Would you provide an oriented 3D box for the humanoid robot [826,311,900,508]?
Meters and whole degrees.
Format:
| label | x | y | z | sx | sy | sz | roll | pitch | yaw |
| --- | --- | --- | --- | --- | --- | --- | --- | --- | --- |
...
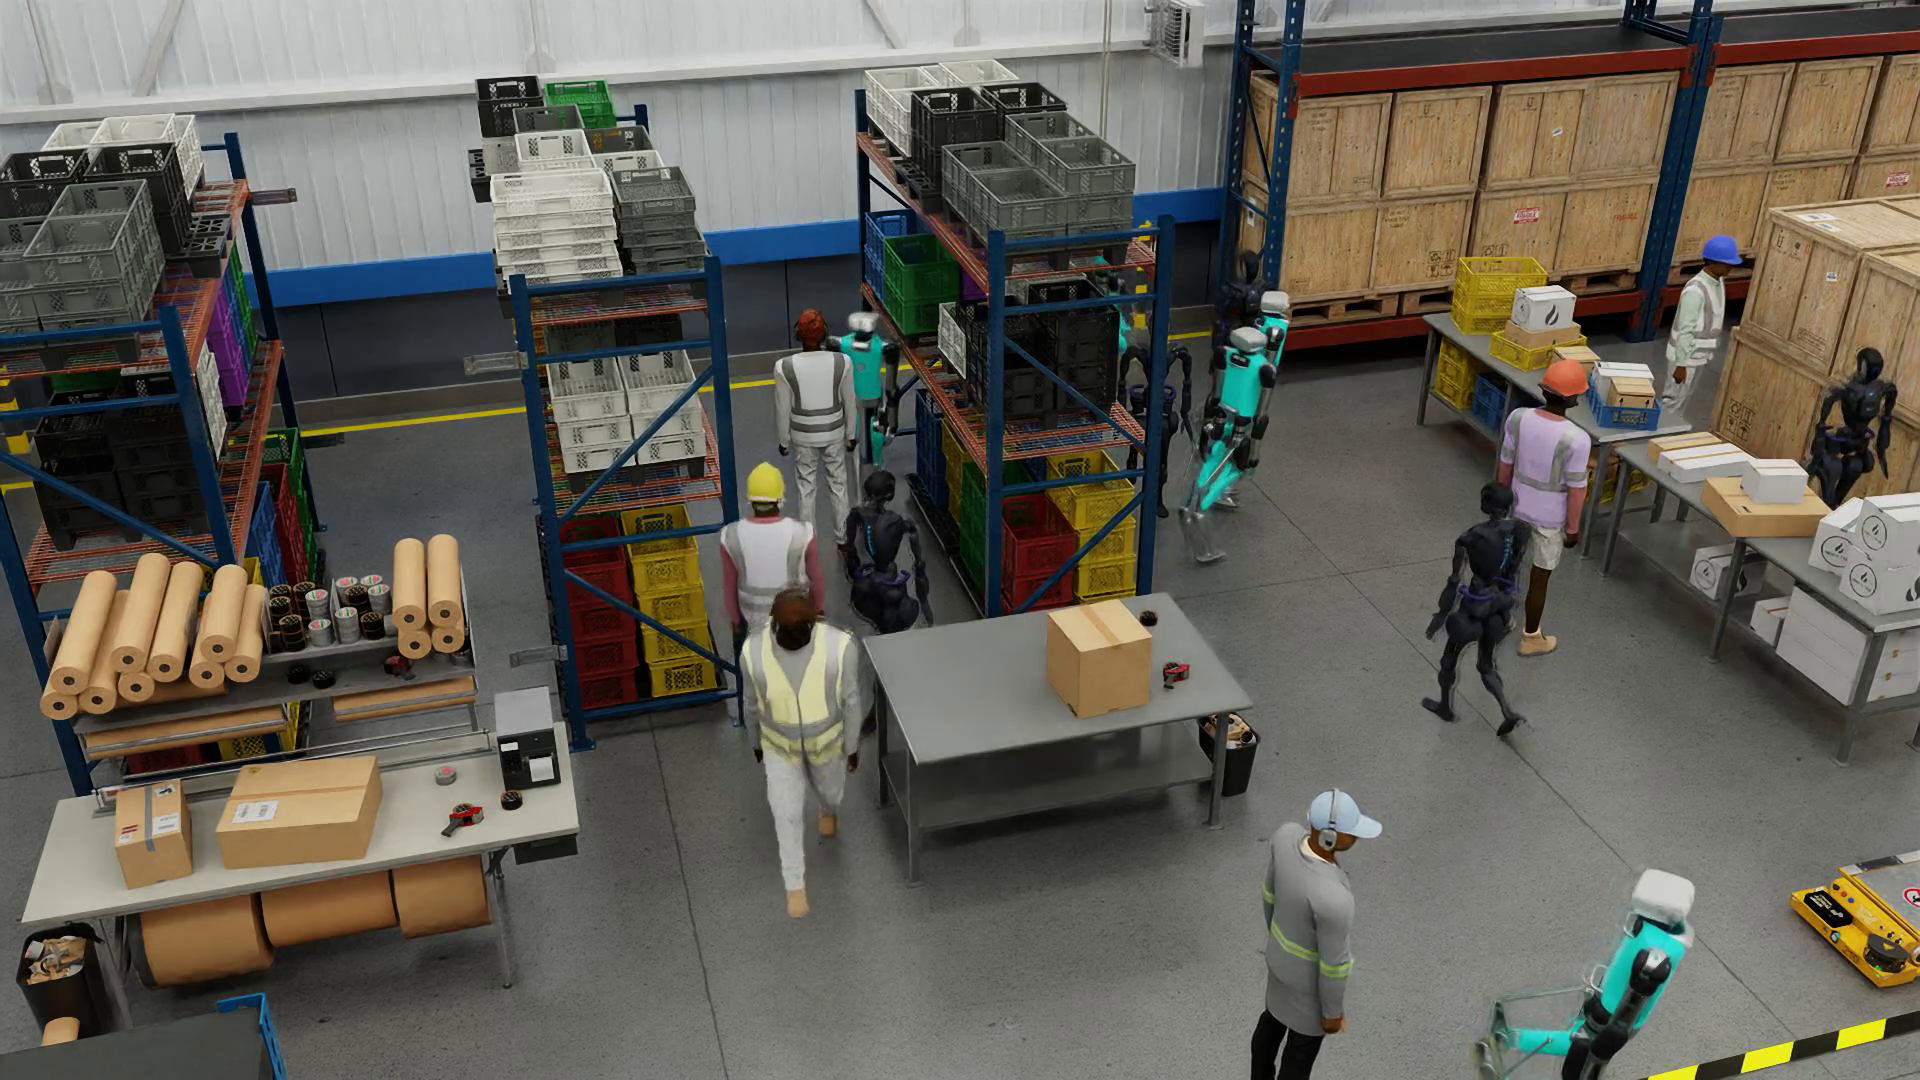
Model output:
| label | x | y | z | sx | sy | sz | roll | pitch | yaw |
| --- | --- | --- | --- | --- | --- | --- | --- | --- | --- |
| humanoid robot | -0.679 | -0.905 | 12.352 | 0.556 | 1.843 | 0.742 | 3 | 29 | 5 |

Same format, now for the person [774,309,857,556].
| label | x | y | z | sx | sy | sz | roll | pitch | yaw |
| --- | --- | --- | --- | --- | --- | --- | --- | --- | --- |
| person | -1.013 | -0.740 | 11.832 | 0.572 | 1.883 | 0.354 | -5 | 29 | -9 |

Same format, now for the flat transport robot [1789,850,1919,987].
| label | x | y | z | sx | sy | sz | roll | pitch | yaw |
| --- | --- | --- | --- | --- | --- | --- | --- | --- | --- |
| flat transport robot | 5.163 | 1.916 | 8.676 | 1.431 | 0.231 | 0.659 | -8 | 30 | -14 |

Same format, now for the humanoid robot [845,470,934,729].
| label | x | y | z | sx | sy | sz | roll | pitch | yaw |
| --- | --- | --- | --- | --- | --- | --- | --- | --- | --- |
| humanoid robot | -0.459 | 0.316 | 10.181 | 0.602 | 1.626 | 0.814 | 16 | 33 | 26 |

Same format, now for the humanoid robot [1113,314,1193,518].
| label | x | y | z | sx | sy | sz | roll | pitch | yaw |
| --- | --- | --- | --- | --- | --- | --- | --- | --- | --- |
| humanoid robot | 1.443 | -0.934 | 12.385 | 0.599 | 1.655 | 0.315 | 0 | 29 | 0 |

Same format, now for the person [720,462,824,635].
| label | x | y | z | sx | sy | sz | roll | pitch | yaw |
| --- | --- | --- | --- | --- | --- | --- | --- | --- | --- |
| person | -1.099 | 0.418 | 9.815 | 0.587 | 1.802 | 0.807 | 3 | 29 | 5 |

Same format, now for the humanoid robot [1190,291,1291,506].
| label | x | y | z | sx | sy | sz | roll | pitch | yaw |
| --- | --- | --- | --- | --- | --- | --- | --- | --- | --- |
| humanoid robot | 2.026 | -1.029 | 12.480 | 0.782 | 1.743 | 0.532 | 3 | 29 | 6 |

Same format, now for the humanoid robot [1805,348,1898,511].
| label | x | y | z | sx | sy | sz | roll | pitch | yaw |
| --- | --- | --- | --- | --- | --- | --- | --- | --- | --- |
| humanoid robot | 6.336 | -0.582 | 11.791 | 0.610 | 1.630 | 0.731 | -3 | 29 | -6 |

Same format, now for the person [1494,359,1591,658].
| label | x | y | z | sx | sy | sz | roll | pitch | yaw |
| --- | --- | --- | --- | --- | --- | --- | --- | --- | --- |
| person | 3.727 | -0.203 | 10.689 | 0.375 | 2.045 | 0.605 | -20 | 35 | -32 |

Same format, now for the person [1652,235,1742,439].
| label | x | y | z | sx | sy | sz | roll | pitch | yaw |
| --- | --- | --- | --- | --- | --- | --- | --- | --- | --- |
| person | 5.766 | -1.465 | 13.085 | 0.403 | 1.947 | 0.604 | 21 | 35 | 34 |

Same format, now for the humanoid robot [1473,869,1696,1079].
| label | x | y | z | sx | sy | sz | roll | pitch | yaw |
| --- | --- | --- | --- | --- | --- | --- | --- | --- | --- |
| humanoid robot | 2.488 | 2.043 | 6.904 | 0.902 | 1.744 | 0.545 | 15 | 32 | 25 |

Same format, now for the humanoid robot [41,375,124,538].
| label | x | y | z | sx | sy | sz | roll | pitch | yaw |
| --- | --- | --- | --- | --- | --- | --- | --- | --- | --- |
| humanoid robot | -6.286 | -0.757 | 12.088 | 0.600 | 1.642 | 0.405 | 2 | 29 | 3 |

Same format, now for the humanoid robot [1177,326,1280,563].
| label | x | y | z | sx | sy | sz | roll | pitch | yaw |
| --- | --- | --- | --- | --- | --- | --- | --- | --- | --- |
| humanoid robot | 1.787 | -0.564 | 11.705 | 0.749 | 1.821 | 0.533 | -23 | 36 | -35 |

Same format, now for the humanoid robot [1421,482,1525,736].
| label | x | y | z | sx | sy | sz | roll | pitch | yaw |
| --- | --- | --- | --- | --- | --- | --- | --- | --- | --- |
| humanoid robot | 3.131 | 0.433 | 9.926 | 0.589 | 1.644 | 0.588 | -15 | 32 | -25 |

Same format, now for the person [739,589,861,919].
| label | x | y | z | sx | sy | sz | roll | pitch | yaw |
| --- | --- | --- | --- | --- | --- | --- | --- | --- | --- |
| person | -0.820 | 1.016 | 8.714 | 0.617 | 1.819 | 0.819 | -3 | 29 | -5 |

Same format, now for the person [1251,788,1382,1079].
| label | x | y | z | sx | sy | sz | roll | pitch | yaw |
| --- | --- | --- | --- | --- | --- | --- | --- | --- | --- |
| person | 1.514 | 1.835 | 7.180 | 0.395 | 1.849 | 0.592 | -8 | 30 | -14 |

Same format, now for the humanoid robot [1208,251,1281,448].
| label | x | y | z | sx | sy | sz | roll | pitch | yaw |
| --- | --- | --- | --- | --- | --- | --- | --- | --- | --- |
| humanoid robot | 2.324 | -1.561 | 13.545 | 0.609 | 1.648 | 0.420 | -8 | 30 | -13 |

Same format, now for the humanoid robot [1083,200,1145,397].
| label | x | y | z | sx | sy | sz | roll | pitch | yaw |
| --- | --- | --- | --- | --- | --- | --- | --- | --- | --- |
| humanoid robot | 1.396 | -2.066 | 14.345 | 0.696 | 1.749 | 0.541 | 18 | 34 | 30 |
